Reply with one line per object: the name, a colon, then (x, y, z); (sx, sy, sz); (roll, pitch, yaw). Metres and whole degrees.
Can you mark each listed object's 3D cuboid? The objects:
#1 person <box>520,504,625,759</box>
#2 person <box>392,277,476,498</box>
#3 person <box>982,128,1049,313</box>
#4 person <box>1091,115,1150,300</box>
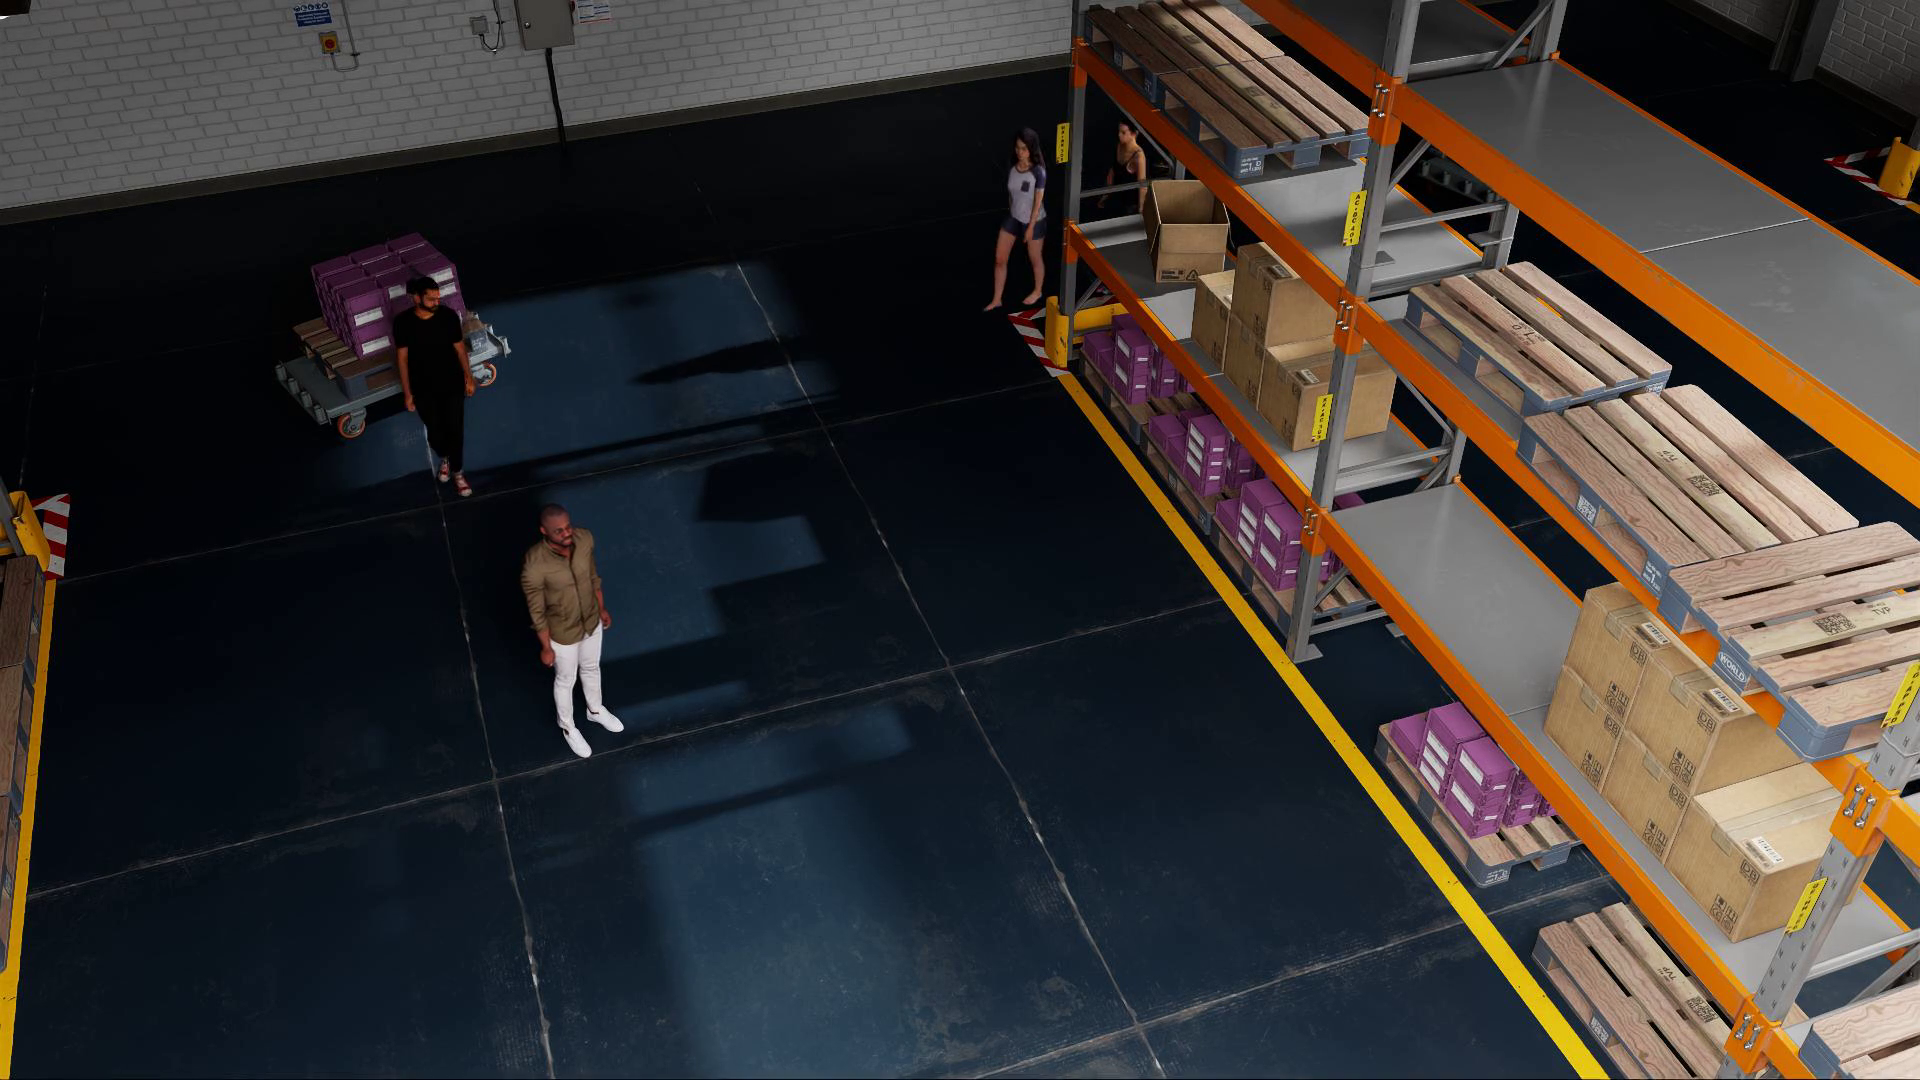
person: (-2.359, 0.509, 10.098); (0.791, 1.825, 0.802); (25, 45, 28)
person: (-3.858, -1.170, 12.282); (0.674, 1.723, 0.759); (-9, 39, -11)
person: (0.631, -2.782, 14.333); (0.905, 1.683, 0.895); (28, 46, 30)
person: (1.557, -2.917, 14.484); (0.699, 1.705, 0.789); (-8, 39, -10)
